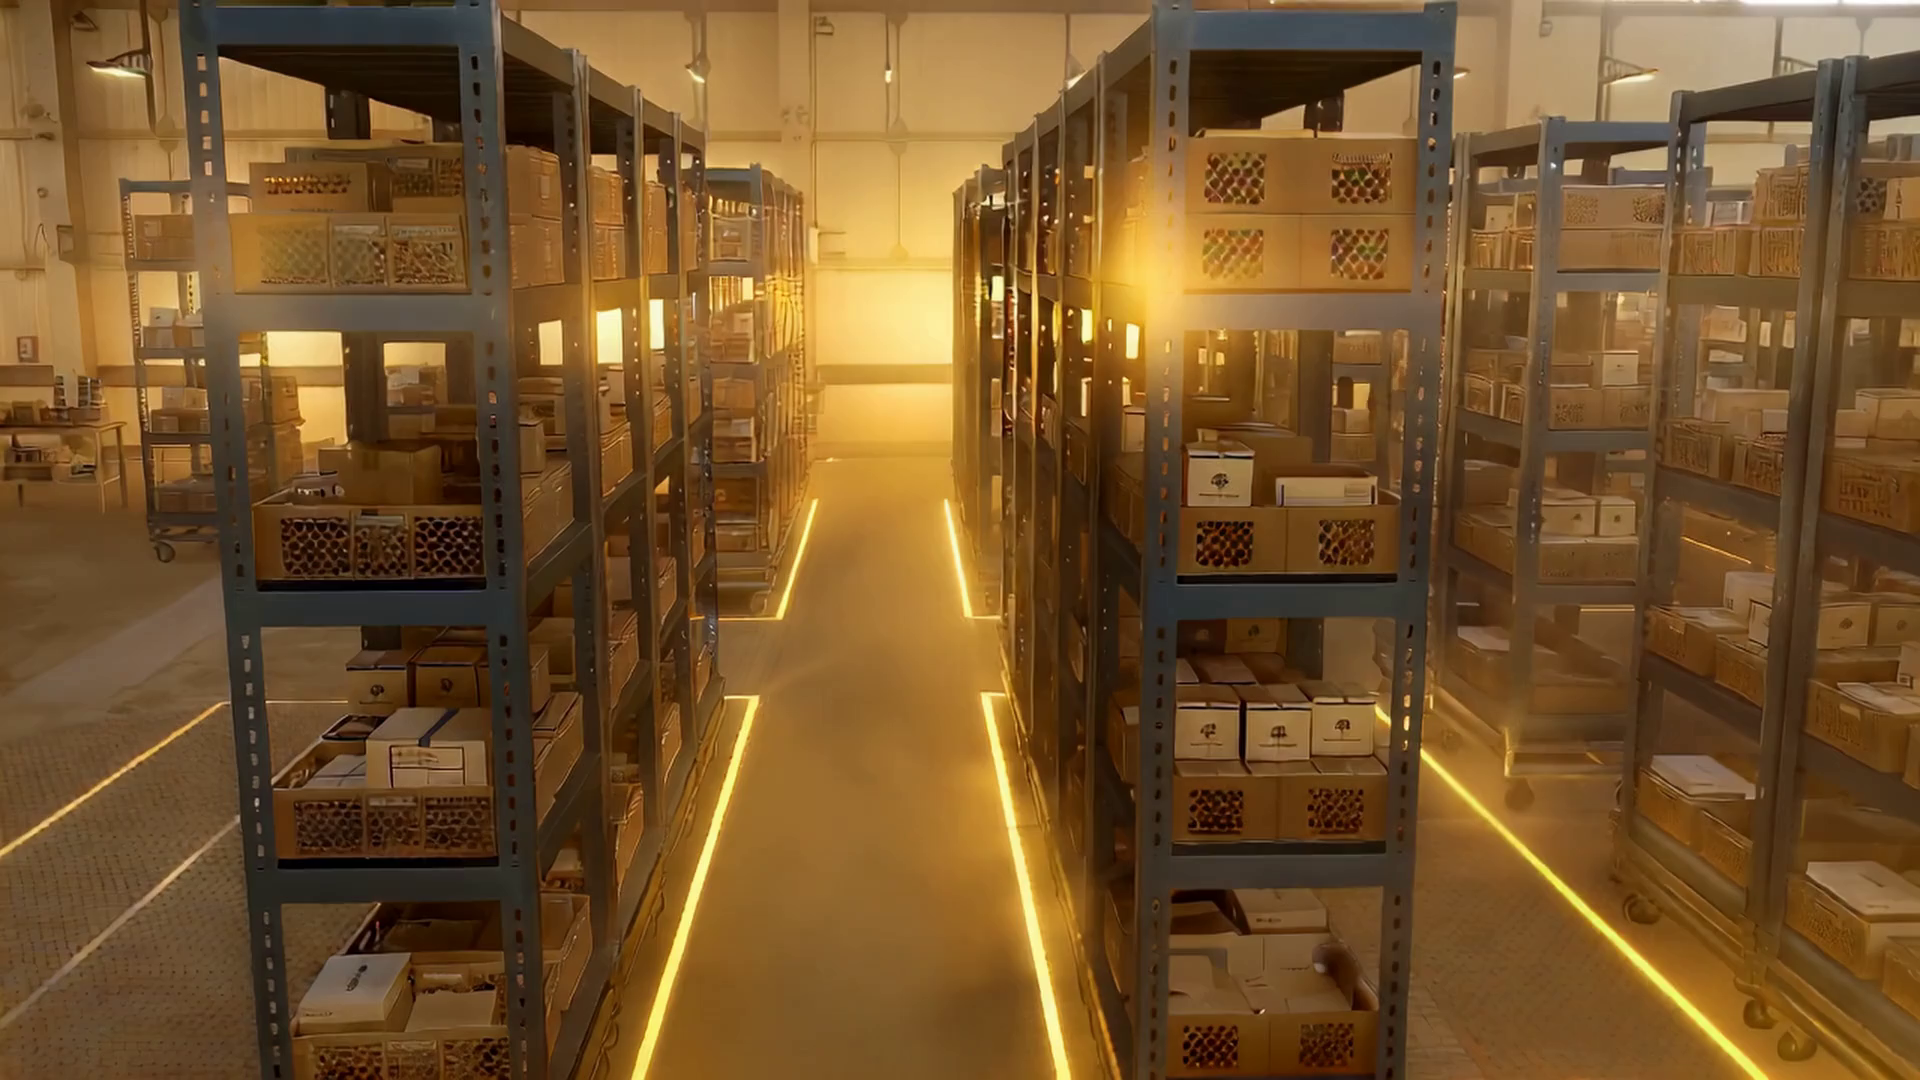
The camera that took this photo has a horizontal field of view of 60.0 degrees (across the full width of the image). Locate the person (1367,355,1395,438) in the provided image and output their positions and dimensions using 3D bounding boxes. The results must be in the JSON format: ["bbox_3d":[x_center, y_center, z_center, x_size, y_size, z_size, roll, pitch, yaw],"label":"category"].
[{"bbox_3d":[5.345,-1.588,20.876,0.869,1.819,0.574,-2,10,-13],"label":"person"}]
